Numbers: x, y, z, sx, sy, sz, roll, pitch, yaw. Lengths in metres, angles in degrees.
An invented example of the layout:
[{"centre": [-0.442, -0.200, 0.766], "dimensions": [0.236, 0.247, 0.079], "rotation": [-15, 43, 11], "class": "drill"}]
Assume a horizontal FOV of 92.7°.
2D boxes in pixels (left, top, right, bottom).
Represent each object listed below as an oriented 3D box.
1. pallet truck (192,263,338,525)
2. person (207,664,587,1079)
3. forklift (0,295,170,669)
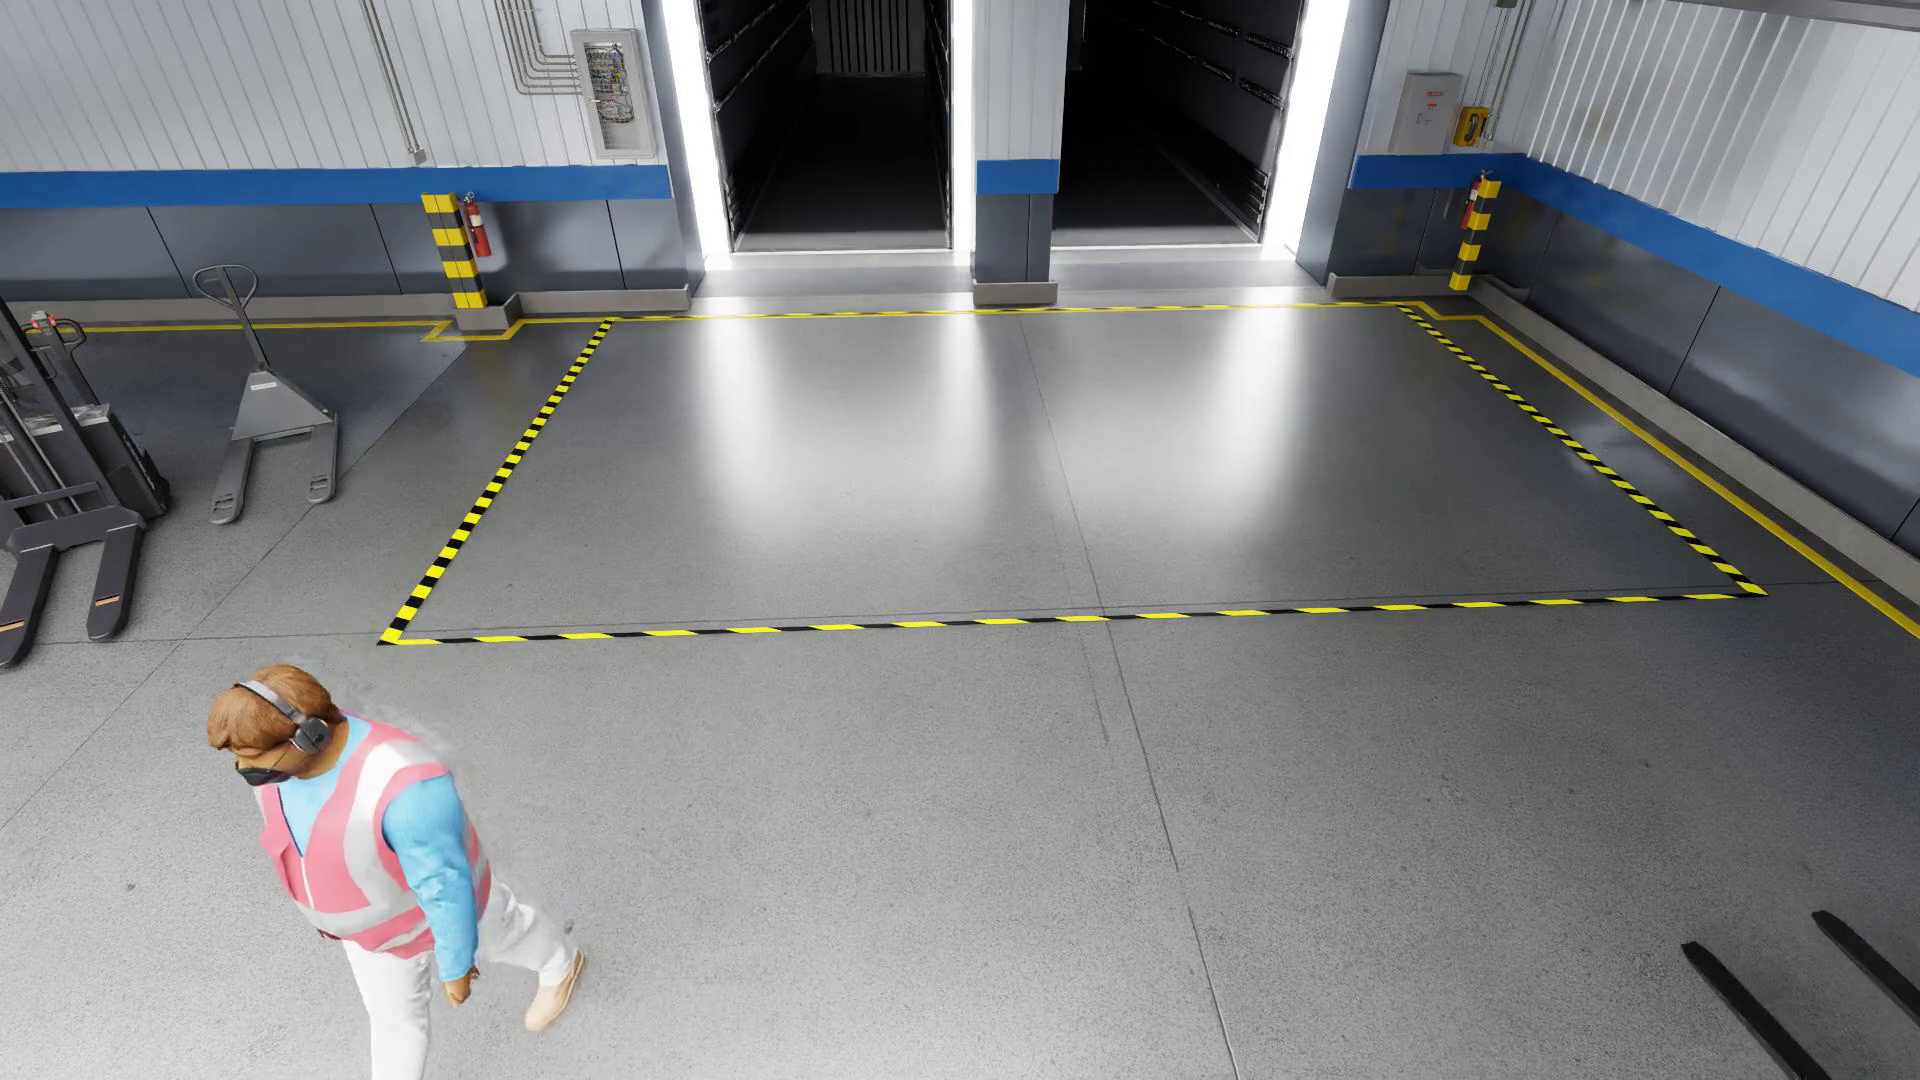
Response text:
[{"centre": [-4.778, -1.027, 6.128], "dimensions": [0.680, 1.201, 1.601], "rotation": [-17, 38, -23], "class": "pallet truck"}, {"centre": [-1.627, 1.092, 2.599], "dimensions": [0.649, 1.791, 0.947], "rotation": [10, 36, 14], "class": "person"}, {"centre": [-5.212, -0.618, 4.878], "dimensions": [0.823, 1.965, 1.885], "rotation": [-20, 39, -26], "class": "forklift"}]
